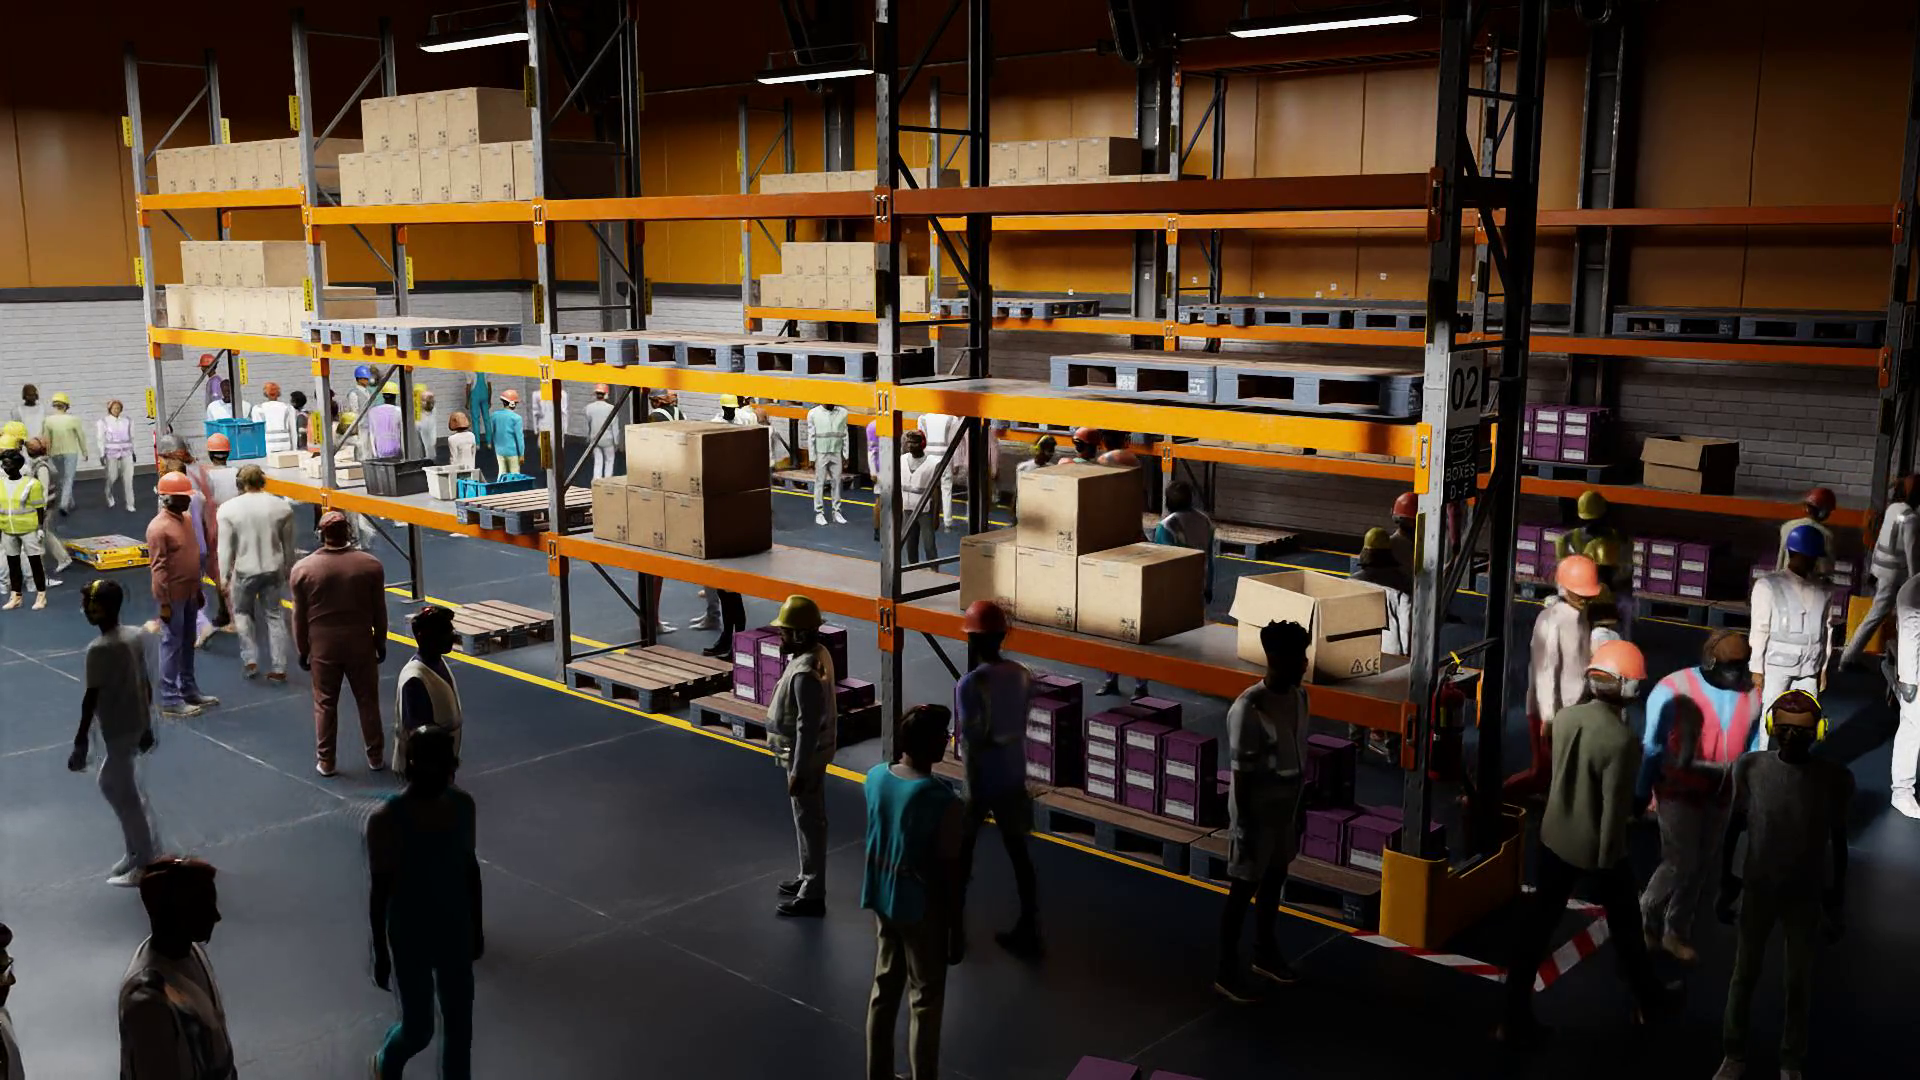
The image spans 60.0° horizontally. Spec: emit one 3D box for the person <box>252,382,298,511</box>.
[{"bbox_3d":[-9.655,-1.292,23.481,0.578,1.879,0.361,-5,11,-28],"label":"person"}]

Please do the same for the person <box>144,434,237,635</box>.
[{"bbox_3d":[-7.438,-0.080,16.144,1.021,2.000,0.691,2,10,12],"label":"person"}]

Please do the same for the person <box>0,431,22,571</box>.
[{"bbox_3d":[-11.115,-0.459,19.443,0.331,1.631,0.516,2,10,9],"label":"person"}]

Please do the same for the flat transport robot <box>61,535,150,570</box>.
[{"bbox_3d":[-10.218,0.131,19.952,1.431,0.197,0.652,10,14,44],"label":"flat transport robot"}]

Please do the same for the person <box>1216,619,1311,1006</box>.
[{"bbox_3d":[1.555,1.344,8.341,0.607,1.956,0.394,-10,14,-44],"label":"person"}]

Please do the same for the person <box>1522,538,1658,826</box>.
[{"bbox_3d":[4.239,0.924,10.937,0.975,1.884,0.602,7,12,35],"label":"person"}]

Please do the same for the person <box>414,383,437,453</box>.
[{"bbox_3d":[-8.224,-1.536,25.352,0.489,1.702,0.863,0,10,-2],"label":"person"}]

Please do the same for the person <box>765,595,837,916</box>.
[{"bbox_3d":[-0.896,1.209,9.440,0.404,1.833,0.589,0,10,-2],"label":"person"}]

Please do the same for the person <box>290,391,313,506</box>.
[{"bbox_3d":[-9.632,-1.339,24.275,0.475,1.685,0.600,-2,10,-14],"label":"person"}]

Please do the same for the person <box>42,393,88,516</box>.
[{"bbox_3d":[-12.641,-1.213,23.455,0.530,1.721,0.932,-1,10,-8],"label":"person"}]

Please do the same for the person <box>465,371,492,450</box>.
[{"bbox_3d":[-8.948,-2.594,30.914,0.505,1.846,0.346,-8,13,-39],"label":"person"}]

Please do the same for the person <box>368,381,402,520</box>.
[{"bbox_3d":[-7.843,-1.224,22.955,0.586,1.920,0.397,2,10,11],"label":"person"}]

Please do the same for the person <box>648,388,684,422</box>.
[{"bbox_3d":[-3.894,-1.051,21.634,0.535,2.000,0.680,6,11,29],"label":"person"}]

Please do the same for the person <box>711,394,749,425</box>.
[{"bbox_3d":[-2.962,-0.951,21.422,0.587,1.920,0.390,-6,12,-31],"label":"person"}]

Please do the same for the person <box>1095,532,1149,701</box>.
[{"bbox_3d":[1.327,0.468,13.858,0.525,1.757,0.355,6,12,32],"label":"person"}]

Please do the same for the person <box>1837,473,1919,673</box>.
[{"bbox_3d":[8.244,0.311,14.550,0.969,1.824,0.610,2,10,13],"label":"person"}]

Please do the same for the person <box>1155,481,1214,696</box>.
[{"bbox_3d":[1.909,0.403,14.098,0.637,1.808,0.920,-9,14,-43],"label":"person"}]

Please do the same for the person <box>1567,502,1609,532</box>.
[{"bbox_3d":[5.339,0.446,14.192,0.536,1.690,0.328,-2,10,-11],"label":"person"}]

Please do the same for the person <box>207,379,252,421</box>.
[{"bbox_3d":[-10.295,-1.323,23.518,0.597,1.916,0.372,-6,11,-29],"label":"person"}]

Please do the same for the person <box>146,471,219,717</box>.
[{"bbox_3d":[-6.289,0.431,13.422,0.408,1.987,0.614,0,10,0],"label":"person"}]

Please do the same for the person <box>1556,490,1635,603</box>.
[{"bbox_3d":[4.980,0.533,13.109,0.593,1.899,0.554,2,10,13],"label":"person"}]

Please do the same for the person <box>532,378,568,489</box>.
[{"bbox_3d":[-6.318,-1.702,25.665,0.558,1.907,0.658,-1,10,-6],"label":"person"}]

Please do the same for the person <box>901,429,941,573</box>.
[{"bbox_3d":[-0.429,-0.294,17.946,0.561,1.836,0.392,7,12,33],"label":"person"}]

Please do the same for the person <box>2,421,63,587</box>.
[{"bbox_3d":[-10.540,-0.384,18.367,0.968,1.872,0.622,-2,10,-10],"label":"person"}]

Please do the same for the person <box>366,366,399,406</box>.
[{"bbox_3d":[-9.306,-1.852,26.649,0.658,1.870,1.086,0,10,0],"label":"person"}]

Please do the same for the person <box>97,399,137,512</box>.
[{"bbox_3d":[-12.066,-1.223,23.806,0.525,1.614,0.690,-9,14,-42],"label":"person"}]

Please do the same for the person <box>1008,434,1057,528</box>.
[{"bbox_3d":[0.787,-0.186,17.311,0.546,1.840,0.495,-7,12,-34],"label":"person"}]

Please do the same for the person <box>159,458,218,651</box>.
[{"bbox_3d":[-7.155,0.157,15.415,0.477,1.824,0.571,3,11,18],"label":"person"}]

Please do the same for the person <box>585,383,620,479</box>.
[{"bbox_3d":[-5.365,-1.498,25.003,0.578,1.742,0.484,3,11,19],"label":"person"}]

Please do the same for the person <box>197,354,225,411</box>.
[{"bbox_3d":[-12.164,-2.017,27.134,0.419,2.034,0.604,-5,11,-26],"label":"person"}]

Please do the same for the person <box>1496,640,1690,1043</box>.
[{"bbox_3d":[3.033,1.433,7.904,1.093,1.924,0.605,-4,11,-21],"label":"person"}]

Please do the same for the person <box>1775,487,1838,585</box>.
[{"bbox_3d":[7.251,0.395,14.304,0.456,1.730,0.573,-3,11,-18],"label":"person"}]

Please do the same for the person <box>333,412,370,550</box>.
[{"bbox_3d":[-7.573,-0.726,20.676,0.495,1.729,0.323,5,11,24],"label":"person"}]

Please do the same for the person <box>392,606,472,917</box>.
[{"bbox_3d":[-2.903,1.262,9.105,0.374,1.843,0.569,-1,10,-7],"label":"person"}]

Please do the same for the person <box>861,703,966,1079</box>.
[{"bbox_3d":[-0.205,1.611,7.184,0.561,1.835,0.390,10,14,44],"label":"person"}]

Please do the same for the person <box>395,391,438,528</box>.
[{"bbox_3d":[-7.281,-1.094,22.461,0.853,1.841,0.687,-6,12,-31],"label":"person"}]
